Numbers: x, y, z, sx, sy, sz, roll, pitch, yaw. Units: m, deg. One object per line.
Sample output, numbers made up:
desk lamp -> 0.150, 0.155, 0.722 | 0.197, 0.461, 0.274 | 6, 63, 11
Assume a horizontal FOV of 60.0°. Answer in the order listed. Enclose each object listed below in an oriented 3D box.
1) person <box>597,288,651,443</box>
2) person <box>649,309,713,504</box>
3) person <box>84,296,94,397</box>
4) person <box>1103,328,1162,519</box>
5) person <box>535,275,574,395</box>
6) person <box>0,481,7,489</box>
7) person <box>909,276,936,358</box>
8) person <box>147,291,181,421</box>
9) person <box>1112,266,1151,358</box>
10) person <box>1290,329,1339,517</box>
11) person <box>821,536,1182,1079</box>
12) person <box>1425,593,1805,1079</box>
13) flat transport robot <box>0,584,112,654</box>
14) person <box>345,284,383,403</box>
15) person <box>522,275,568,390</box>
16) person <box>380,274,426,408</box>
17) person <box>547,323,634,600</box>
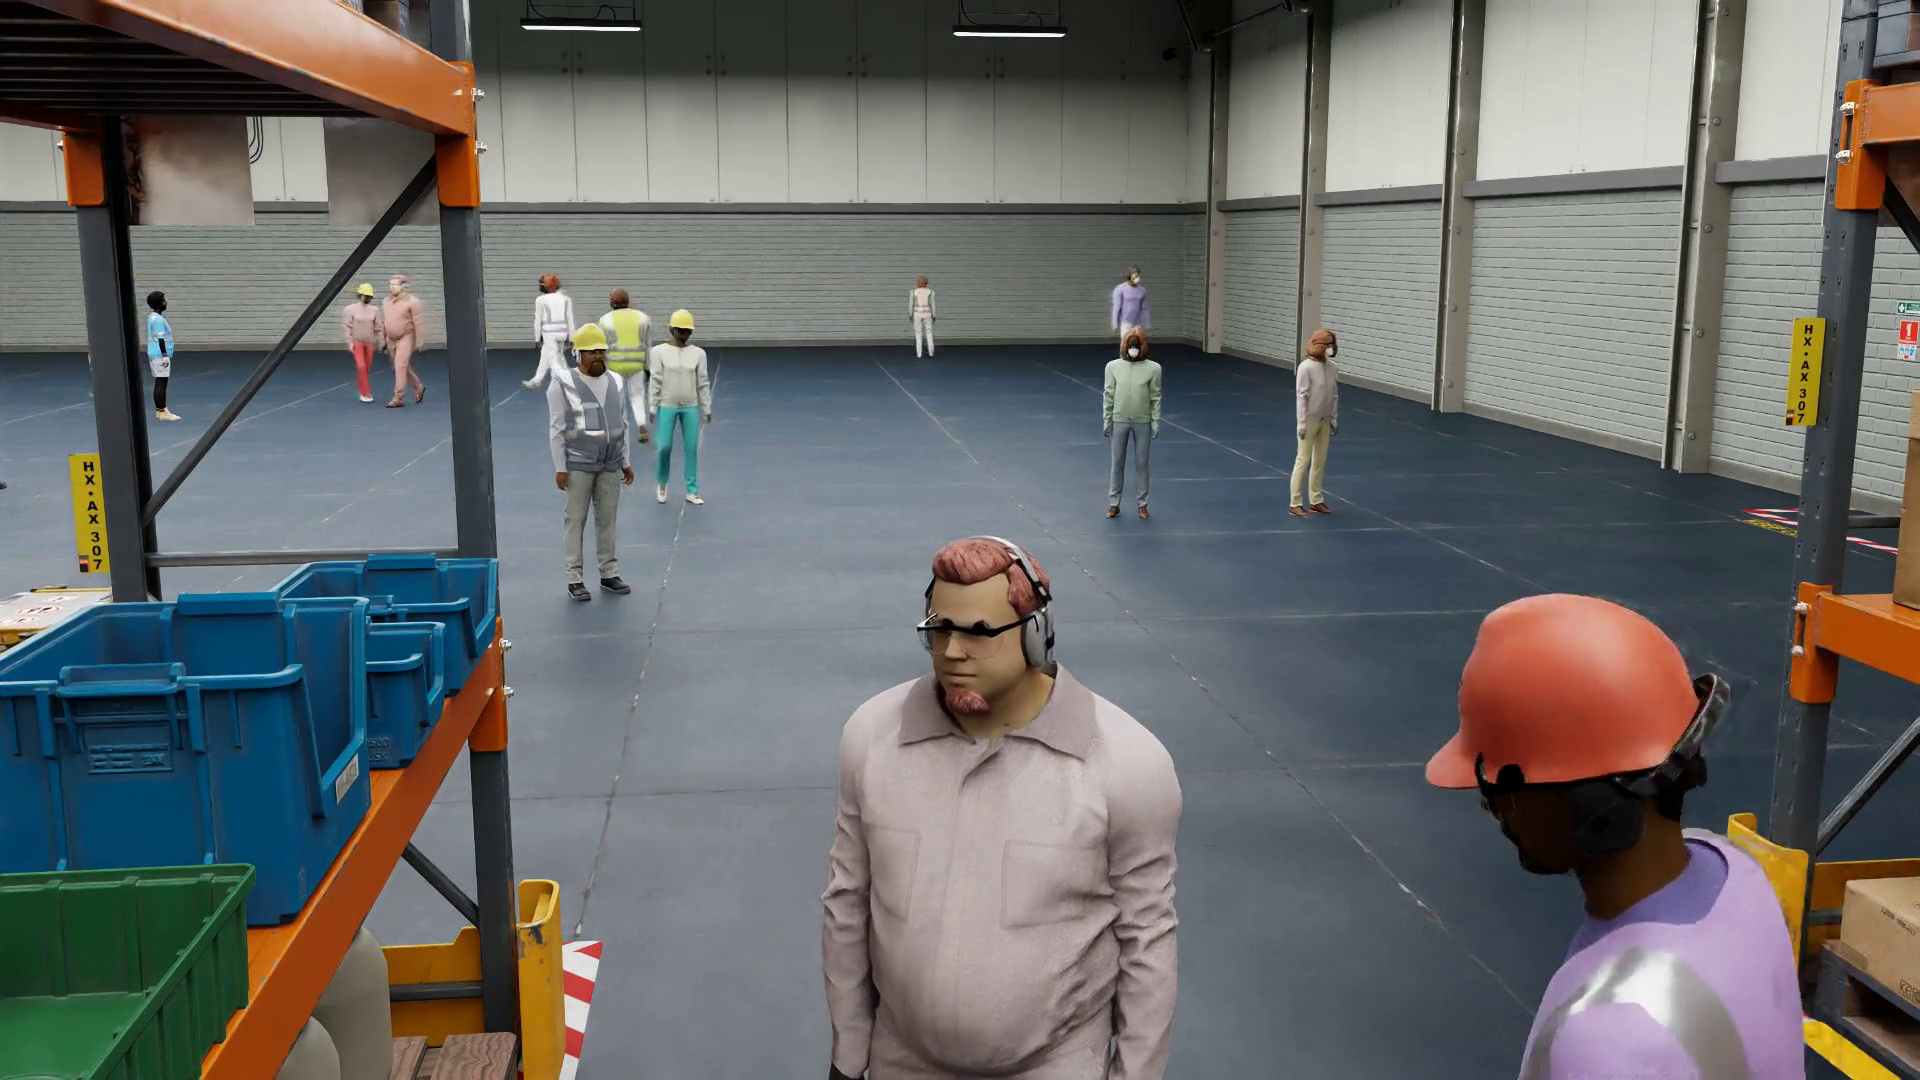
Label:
person -> -3.832, -1.965, 19.038 | 0.642, 1.822, 0.535 | -5, 11, -26
person -> -2.523, -1.195, 14.993 | 0.562, 1.764, 0.346 | -5, 11, -25
person -> -12.760, -3.084, 24.758 | 0.734, 1.969, 0.662 | 7, 12, 33
person -> 1.469, -0.994, 14.241 | 0.498, 1.633, 0.289 | 2, 10, 9
person -> -6.031, -3.042, 24.907 | 0.571, 1.850, 0.910 | -9, 14, -41
person -> -9.377, -1.415, 15.699 | 0.550, 1.942, 0.346 | -2, 10, -9
person -> -0.744, -4.428, 33.077 | 0.536, 1.634, 0.379 | 0, 10, -1
person -> -10.463, -2.406, 21.795 | 0.316, 1.700, 0.540 | -7, 12, -33
person -> 2.837, -3.437, 26.818 | 0.662, 1.923, 0.672 | -7, 12, -33
person -> 3.070, -1.006, 14.335 | 0.501, 1.623, 0.293 | -8, 13, -37
person -> 0.046, 0.930, 2.943 | 0.651, 1.906, 0.403 | 4, 11, 20
person -> 0.938, 1.056, 2.010 | 0.782, 1.999, 0.678 | 7, 13, 35
flat transport robot -> -5.419, 0.488, 9.850 | 0.652, 0.197, 1.431 | -1, 10, -6
person -> -8.571, -2.824, 24.009 | 0.541, 1.721, 0.808 | -9, 14, -42
person -> -6.546, -3.262, 26.226 | 0.919, 1.797, 0.658 | -6, 12, -30
person -> -7.940, -2.848, 23.717 | 0.646, 1.877, 0.883 | 5, 11, 24
person -> -2.446, -0.525, 11.116 | 0.586, 1.835, 0.403 | -9, 14, -42
